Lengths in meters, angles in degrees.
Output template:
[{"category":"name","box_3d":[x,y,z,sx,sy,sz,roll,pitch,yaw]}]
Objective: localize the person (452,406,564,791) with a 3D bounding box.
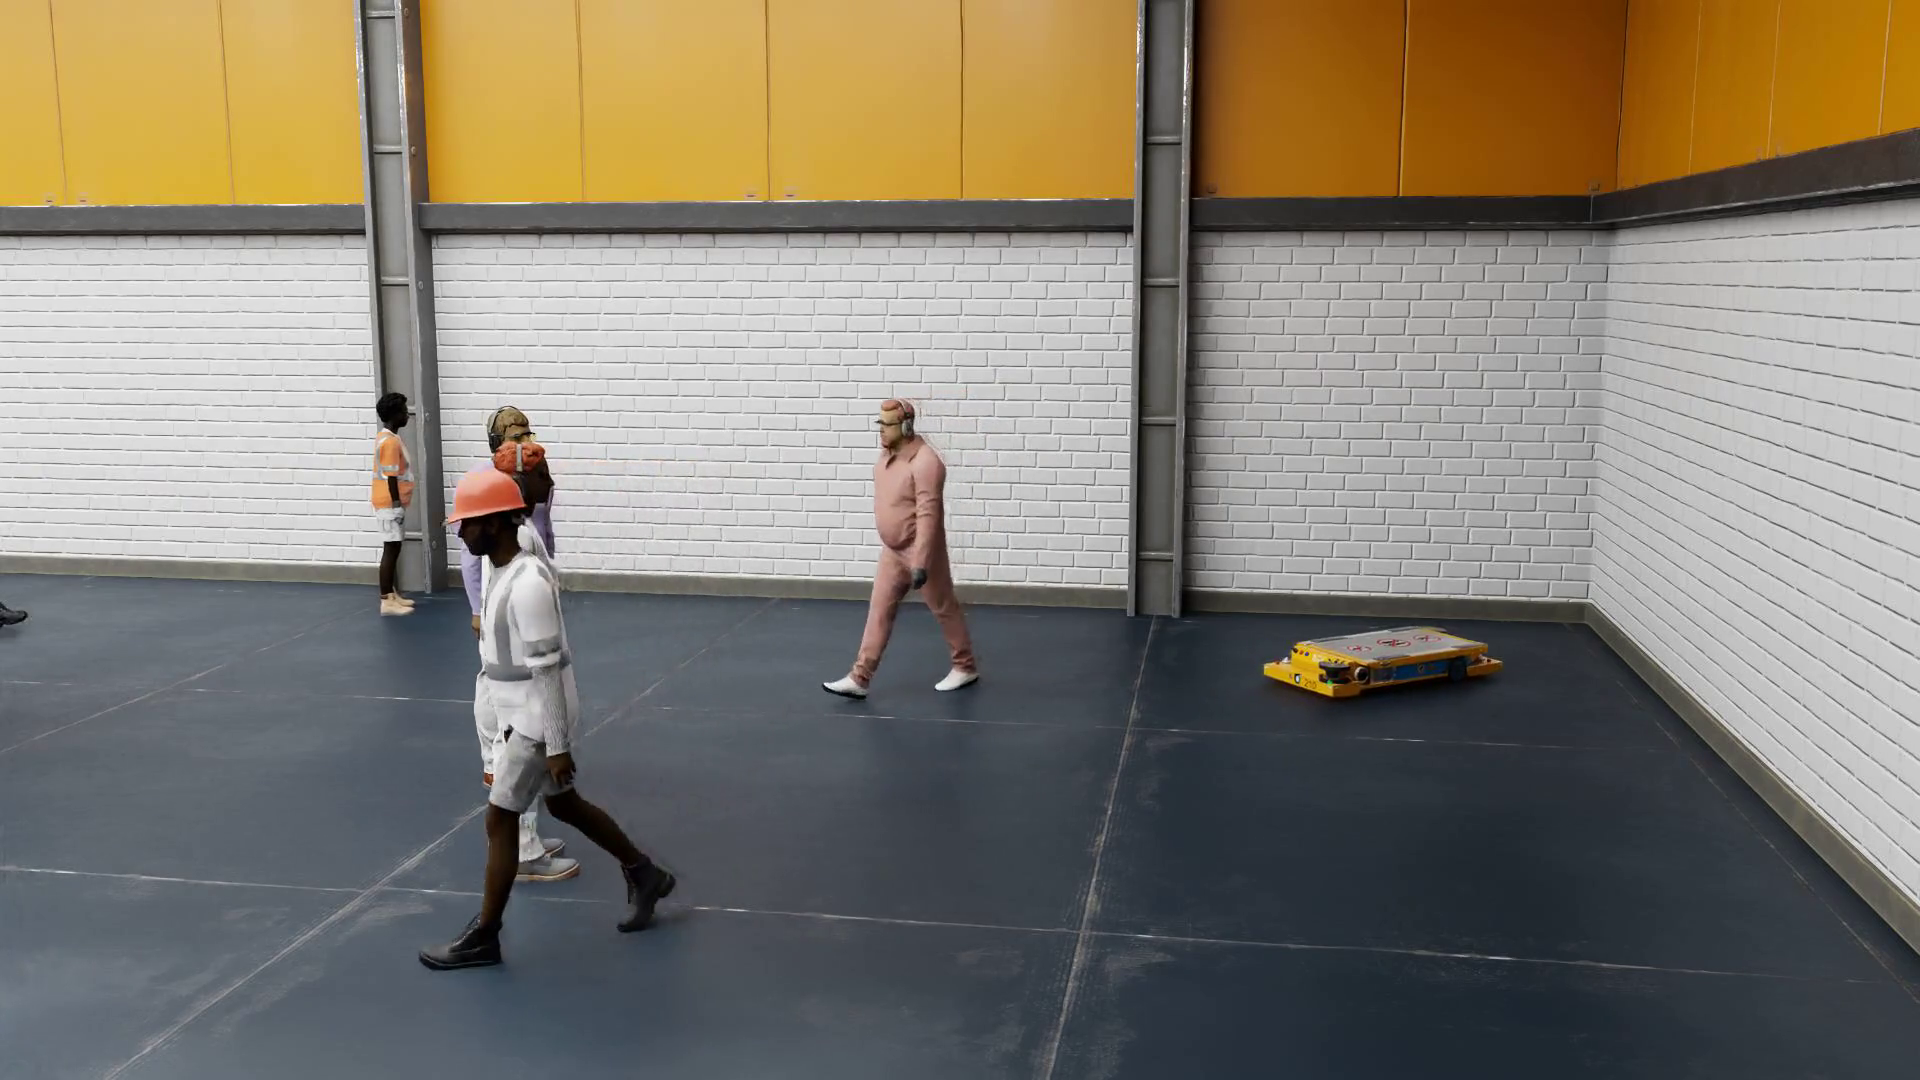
[{"category":"person","box_3d":[-2.232,0.296,8.340,0.372,1.940,0.630,4,10,25]}]

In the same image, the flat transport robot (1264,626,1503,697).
[{"category":"flat transport robot","box_3d":[2.708,0.759,10.608,1.431,0.197,0.652,-5,11,-29]}]

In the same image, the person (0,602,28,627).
[{"category":"person","box_3d":[-7.211,-0.256,11.855,0.947,1.891,0.548,0,9,2]}]

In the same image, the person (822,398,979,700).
[{"category":"person","box_3d":[-0.315,0.059,10.094,1.054,1.838,0.654,-6,11,-34]}]

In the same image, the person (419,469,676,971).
[{"category":"person","box_3d":[-1.546,0.658,6.306,0.972,1.888,0.594,-4,10,-22]}]

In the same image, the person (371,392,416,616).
[{"category":"person","box_3d":[-4.297,-0.272,12.611,0.321,1.692,0.530,-3,10,-19]}]

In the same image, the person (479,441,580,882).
[{"category":"person","box_3d":[-1.879,0.515,7.160,0.358,1.882,0.574,-4,10,-21]}]
